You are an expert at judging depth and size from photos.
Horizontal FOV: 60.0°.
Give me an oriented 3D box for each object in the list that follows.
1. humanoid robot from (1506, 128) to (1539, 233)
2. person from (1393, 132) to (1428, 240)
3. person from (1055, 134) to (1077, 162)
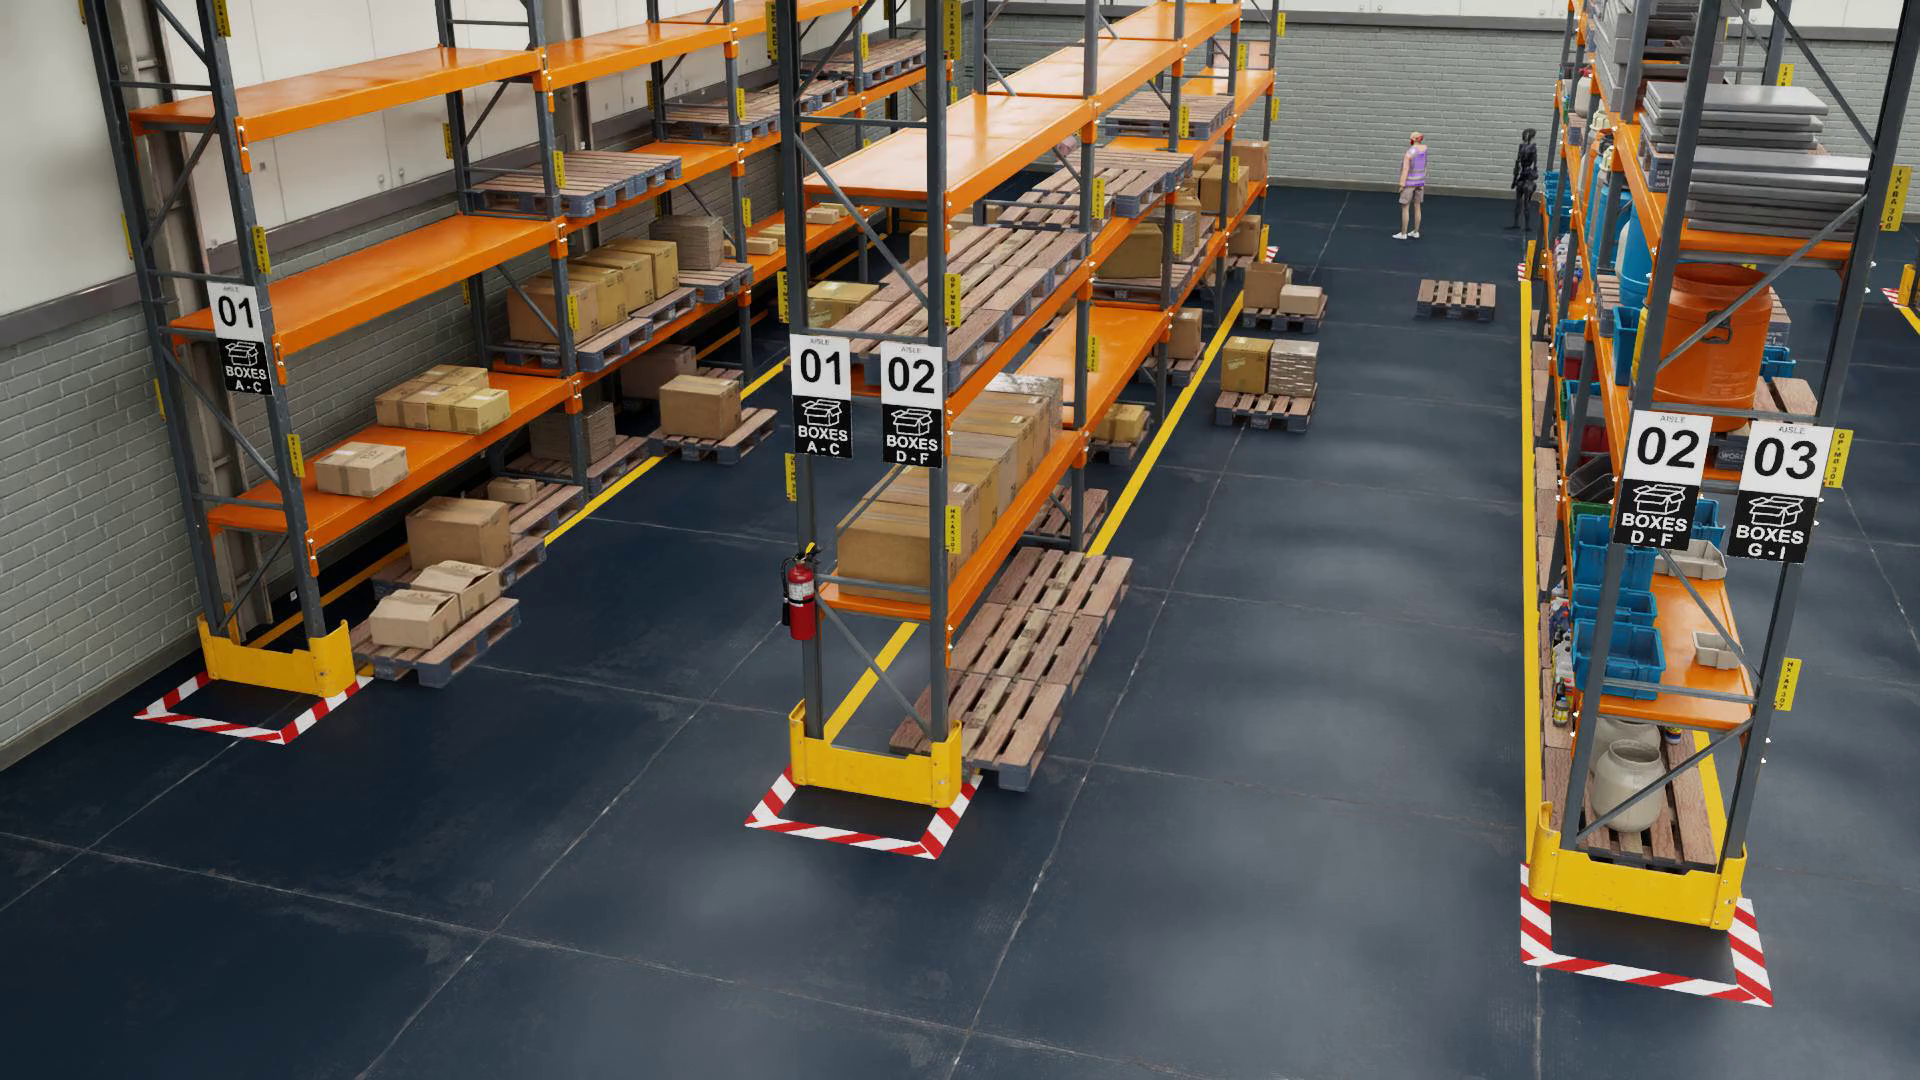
[{"bbox_3d":[9.131,-5.825,26.884,0.325,1.656,0.590,-6,24,-14],"label":"humanoid robot"},{"bbox_3d":[7.181,-5.620,26.416,0.492,1.688,0.348,-13,26,-27],"label":"person"},{"bbox_3d":[1.718,-5.925,26.978,0.332,1.802,0.514,9,25,20],"label":"person"}]
